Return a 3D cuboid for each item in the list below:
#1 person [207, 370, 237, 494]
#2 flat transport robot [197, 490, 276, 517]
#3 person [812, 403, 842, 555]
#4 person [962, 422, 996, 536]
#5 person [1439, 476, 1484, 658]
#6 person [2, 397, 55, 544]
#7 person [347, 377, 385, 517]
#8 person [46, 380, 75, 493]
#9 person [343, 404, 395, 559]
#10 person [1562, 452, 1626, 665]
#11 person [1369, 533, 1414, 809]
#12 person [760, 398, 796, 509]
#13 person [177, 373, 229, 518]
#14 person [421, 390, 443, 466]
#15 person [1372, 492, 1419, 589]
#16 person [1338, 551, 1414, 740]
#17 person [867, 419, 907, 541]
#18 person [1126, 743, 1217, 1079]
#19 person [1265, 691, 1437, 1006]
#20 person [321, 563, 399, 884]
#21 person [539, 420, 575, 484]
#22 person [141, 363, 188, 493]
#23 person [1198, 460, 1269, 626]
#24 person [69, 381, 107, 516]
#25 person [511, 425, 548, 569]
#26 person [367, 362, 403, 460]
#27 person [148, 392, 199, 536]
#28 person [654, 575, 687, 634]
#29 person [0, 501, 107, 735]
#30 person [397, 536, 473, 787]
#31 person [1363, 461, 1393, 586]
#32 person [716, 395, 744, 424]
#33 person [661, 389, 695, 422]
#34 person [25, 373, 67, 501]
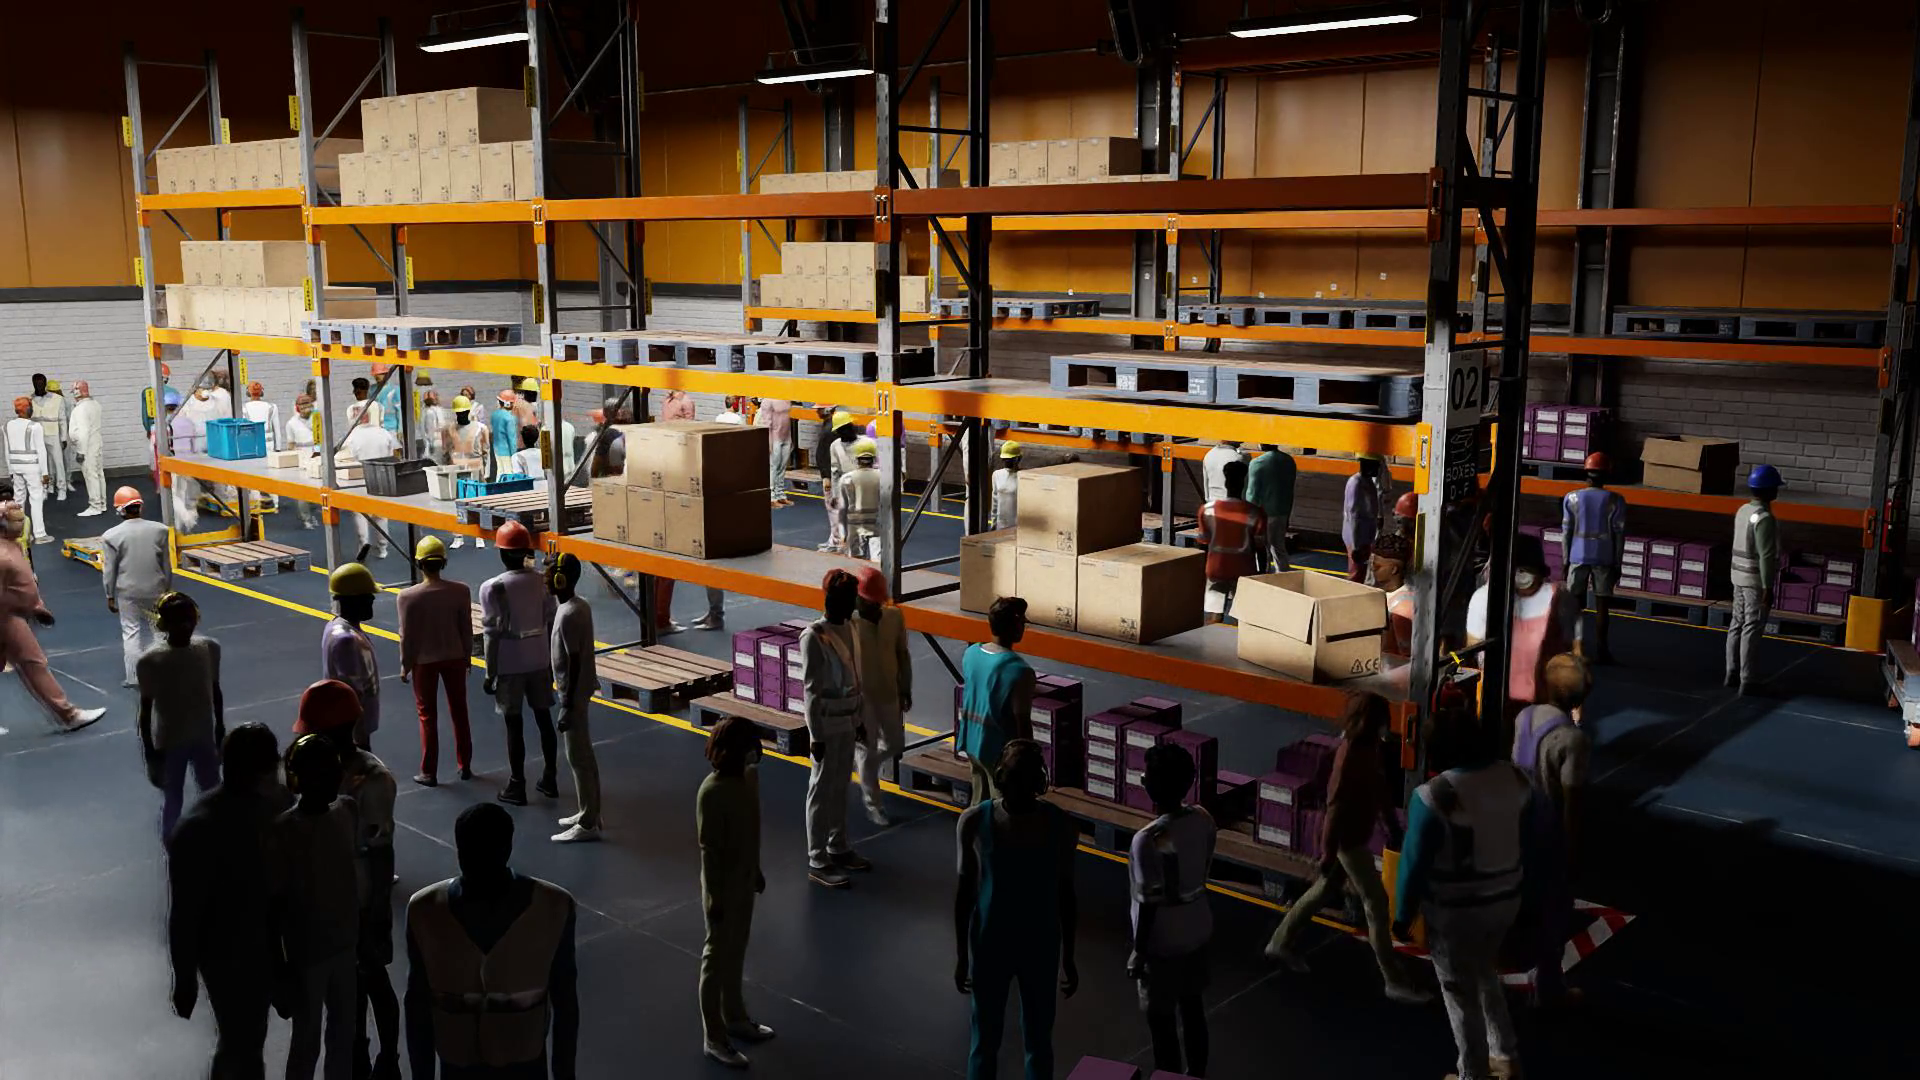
[{"bbox_3d":[-11.128,-1.582,24.960,0.632,1.932,0.367,7,12,36],"label":"person"},{"bbox_3d":[-10.351,-0.529,23.683,0.652,0.197,1.431,-9,14,-43],"label":"flat transport robot"},{"bbox_3d":[-1.610,-0.814,20.429,0.397,1.990,0.623,0,10,-2],"label":"person"},{"bbox_3d":[0.255,-0.861,20.822,0.391,1.948,0.606,7,12,35],"label":"person"},{"bbox_3d":[3.998,0.414,13.437,0.458,2.018,0.681,8,13,39],"label":"person"},{"bbox_3d":[-11.870,-0.883,21.164,0.574,1.876,0.354,2,10,12],"label":"person"},{"bbox_3d":[-8.301,-1.298,23.238,0.367,1.967,0.606,5,11,26],"label":"person"},{"bbox_3d":[-13.877,-1.596,25.560,0.492,1.740,0.325,-9,13,-42],"label":"person"},{"bbox_3d":[-7.093,-0.686,20.013,0.657,1.888,0.476,-6,12,-31],"label":"person"},{"bbox_3d":[5.729,0.165,15.065,0.543,1.934,0.362,5,11,27],"label":"person"},{"bbox_3d":[2.749,0.928,10.652,0.361,1.964,0.617,1,10,4],"label":"person"},{"bbox_3d":[-2.620,-1.428,24.058,0.372,1.939,0.631,5,11,26],"label":"person"},{"bbox_3d":[-10.538,-1.334,23.232,0.687,2.000,0.538,-7,12,-34],"label":"person"},{"bbox_3d":[-7.909,-1.441,24.992,0.376,1.619,0.547,0,10,1],"label":"person"},{"bbox_3d":[3.311,0.619,12.356,0.620,1.986,0.408,-6,12,-31],"label":"person"},{"bbox_3d":[2.932,0.842,11.821,0.855,1.711,0.583,7,12,35],"label":"person"},{"bbox_3d":[-0.911,-0.916,21.204,0.546,1.927,0.390,-6,12,-31],"label":"person"},{"bbox_3d":[0.891,1.693,7.090,0.320,1.695,0.537,8,13,39],"label":"person"},{"bbox_3d":[1.968,1.513,8.429,0.893,1.583,0.504,4,11,24],"label":"person"},{"bbox_3d":[-3.577,1.086,9.869,0.373,1.928,0.584,-4,11,-23],"label":"person"},{"bbox_3d":[-4.980,-0.810,20.660,0.391,1.911,0.584,4,11,21],"label":"person"},{"bbox_3d":[-12.163,-1.703,25.446,0.623,1.992,0.391,1,10,5],"label":"person"},{"bbox_3d":[2.343,0.289,14.290,0.604,1.959,0.370,3,11,18],"label":"person"},{"bbox_3d":[-12.270,-1.286,23.361,0.406,1.902,0.639,-2,10,-9],"label":"person"},{"bbox_3d":[-5.013,-0.506,19.521,0.539,1.695,0.318,-10,14,-44],"label":"person"},{"bbox_3d":[-8.824,-1.735,25.537,0.609,2.032,0.430,3,10,17],"label":"person"},{"bbox_3d":[-10.100,-0.949,21.434,0.759,1.916,0.624,6,12,29],"label":"person"},{"bbox_3d":[-2.900,-0.024,16.220,0.401,1.907,0.597,-6,12,-31],"label":"person"},{"bbox_3d":[-7.225,0.612,12.795,1.032,1.842,0.640,-5,11,-25],"label":"person"},{"bbox_3d":[-3.676,0.847,11.682,0.528,1.768,0.313,-7,12,-36],"label":"person"},{"bbox_3d":[4.481,-0.310,17.893,0.355,1.882,0.576,1,10,8],"label":"person"},{"bbox_3d":[-3.062,-1.047,22.194,0.397,1.836,0.562,-8,13,-39],"label":"person"},{"bbox_3d":[-4.173,-1.475,24.405,0.636,1.911,0.404,9,14,43],"label":"person"},{"bbox_3d":[-13.583,-1.527,24.716,0.584,1.911,0.391,-3,11,-17],"label":"person"}]
